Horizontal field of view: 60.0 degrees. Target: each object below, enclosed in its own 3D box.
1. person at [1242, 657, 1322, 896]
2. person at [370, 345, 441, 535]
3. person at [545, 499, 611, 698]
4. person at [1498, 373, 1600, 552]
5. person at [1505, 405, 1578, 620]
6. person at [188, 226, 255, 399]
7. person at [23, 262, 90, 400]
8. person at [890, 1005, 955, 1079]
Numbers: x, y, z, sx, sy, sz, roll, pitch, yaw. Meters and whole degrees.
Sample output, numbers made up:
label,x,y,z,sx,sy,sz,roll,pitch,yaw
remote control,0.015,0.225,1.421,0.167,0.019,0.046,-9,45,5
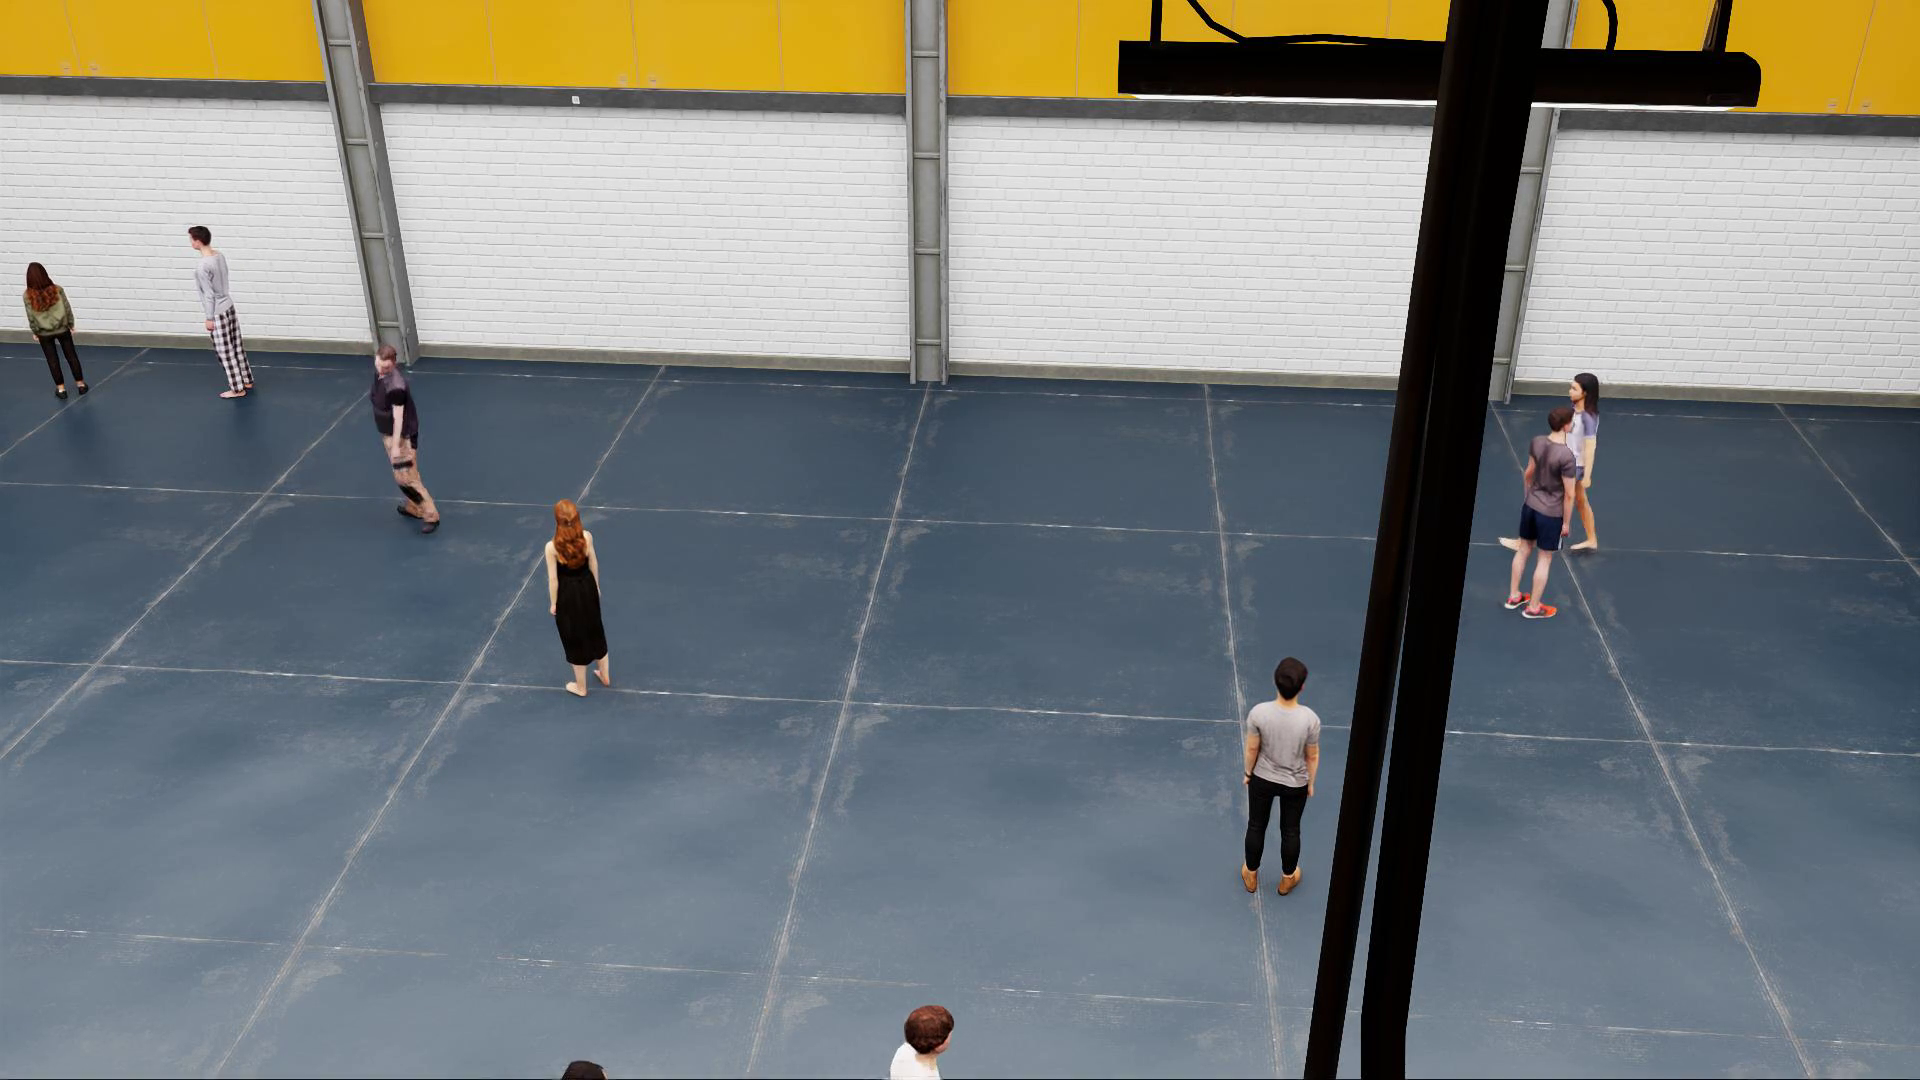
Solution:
label,x,y,z,sx,sy,sz,roll,pitch,yaw
person,2.006,1.484,10.455,0.521,1.724,0.704,7,29,13
person,-5.004,-0.971,14.877,0.863,1.800,0.911,-4,29,-8
person,-2.881,0.430,12.492,0.673,1.624,0.731,-23,36,-36
person,5.362,-0.613,14.347,1.148,1.678,0.682,0,29,0
person,4.728,-0.234,13.470,0.741,1.853,0.728,-15,32,-25
person,-7.769,-2.405,17.456,0.537,1.847,0.638,1,29,1
person,-9.536,-2.213,17.493,0.633,1.475,0.717,-17,33,-28
person,-0.276,2.923,7.917,1.041,1.629,0.903,-16,32,-26
